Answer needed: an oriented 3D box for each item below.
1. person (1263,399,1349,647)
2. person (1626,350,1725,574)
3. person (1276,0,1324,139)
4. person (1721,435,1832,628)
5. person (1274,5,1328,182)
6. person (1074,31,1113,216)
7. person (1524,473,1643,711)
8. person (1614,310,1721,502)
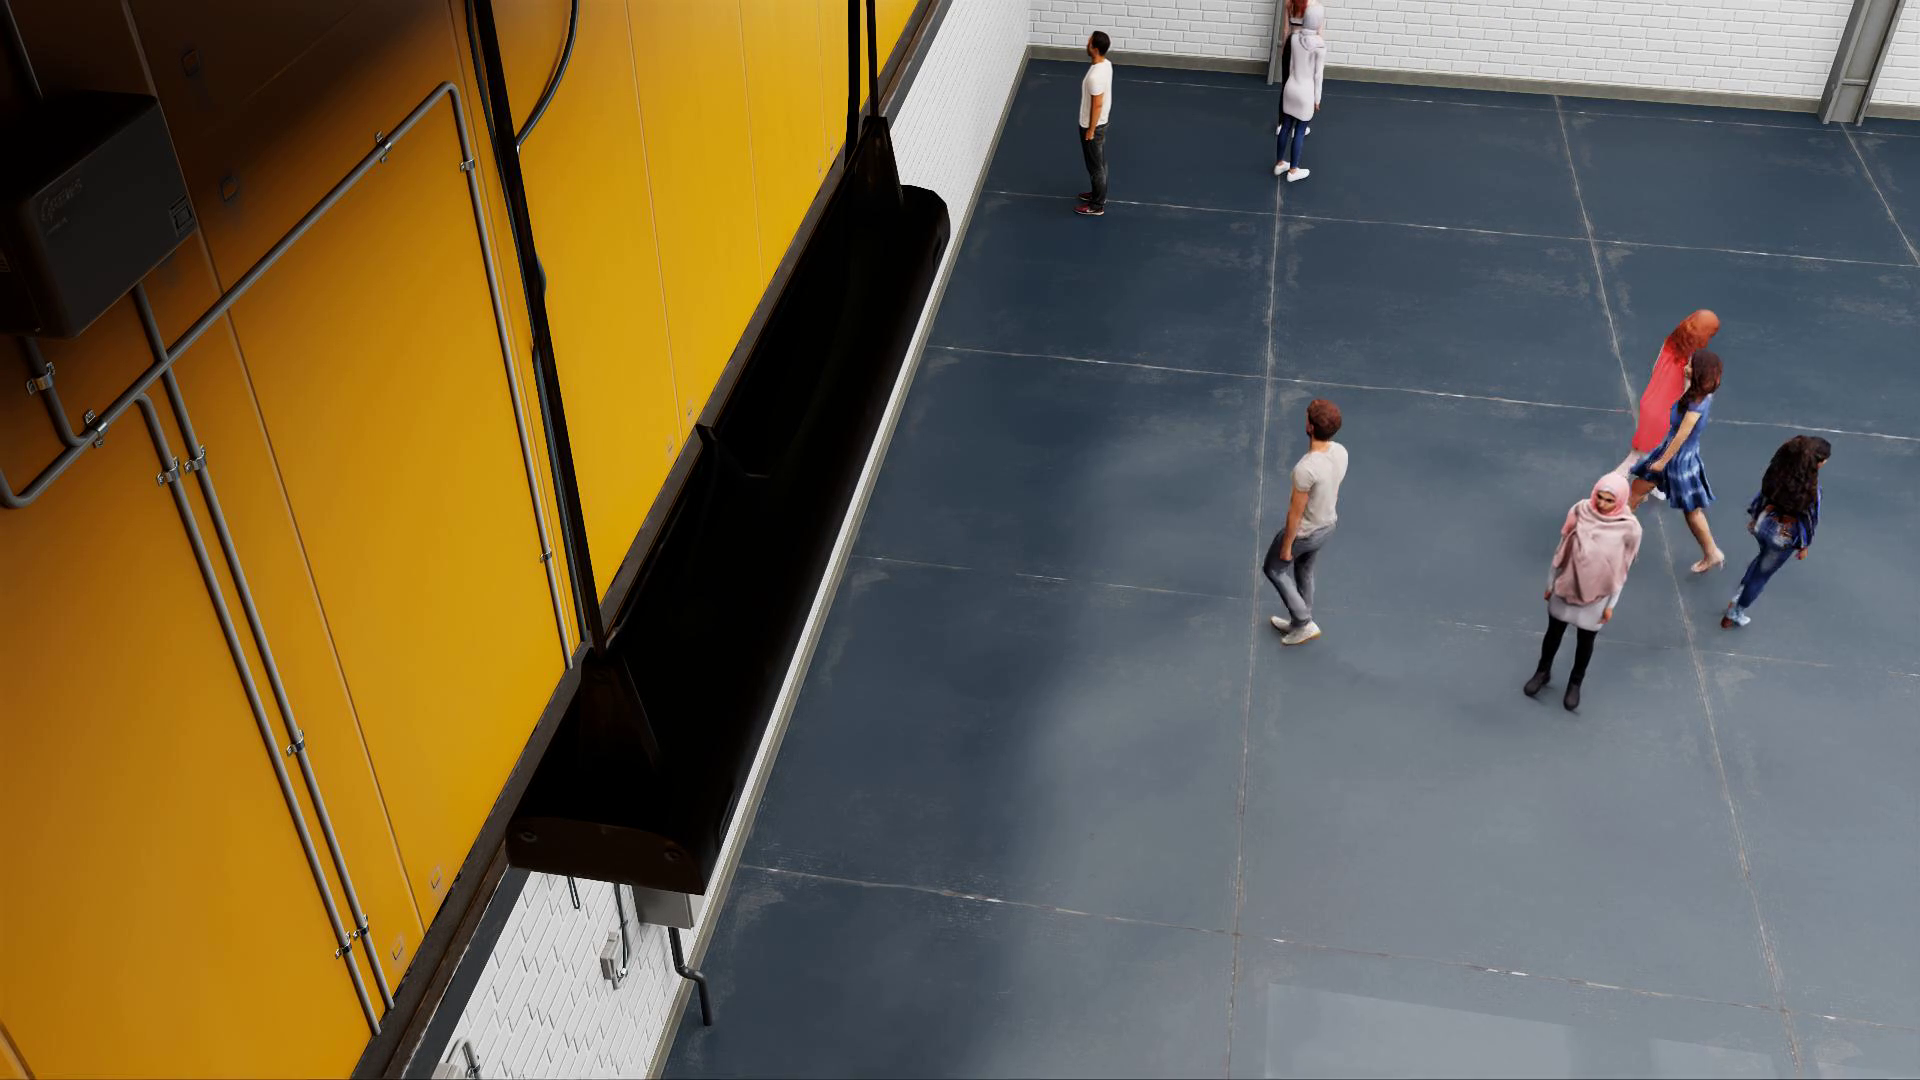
[{"bbox_3d":[2.372,-0.037,10.986,0.892,1.868,0.838,29,47,31],"label":"person"},{"bbox_3d":[5.099,-0.477,11.632,1.214,1.750,0.727,11,40,14],"label":"person"},{"bbox_3d":[3.537,-5.068,17.389,0.607,1.740,0.724,25,45,28],"label":"person"},{"bbox_3d":[5.417,-0.015,11.167,0.758,1.608,0.732,-13,40,-15],"label":"person"},{"bbox_3d":[3.394,-4.463,16.602,0.745,1.775,0.677,-26,45,-28],"label":"person"},{"bbox_3d":[1.313,-4.020,16.026,0.535,1.803,0.650,8,39,10],"label":"person"},{"bbox_3d":[3.977,0.321,10.592,0.641,1.800,0.764,21,43,25],"label":"person"},{"bbox_3d":[4.987,-0.855,12.085,1.080,1.775,0.792,-7,39,-9],"label":"person"}]
